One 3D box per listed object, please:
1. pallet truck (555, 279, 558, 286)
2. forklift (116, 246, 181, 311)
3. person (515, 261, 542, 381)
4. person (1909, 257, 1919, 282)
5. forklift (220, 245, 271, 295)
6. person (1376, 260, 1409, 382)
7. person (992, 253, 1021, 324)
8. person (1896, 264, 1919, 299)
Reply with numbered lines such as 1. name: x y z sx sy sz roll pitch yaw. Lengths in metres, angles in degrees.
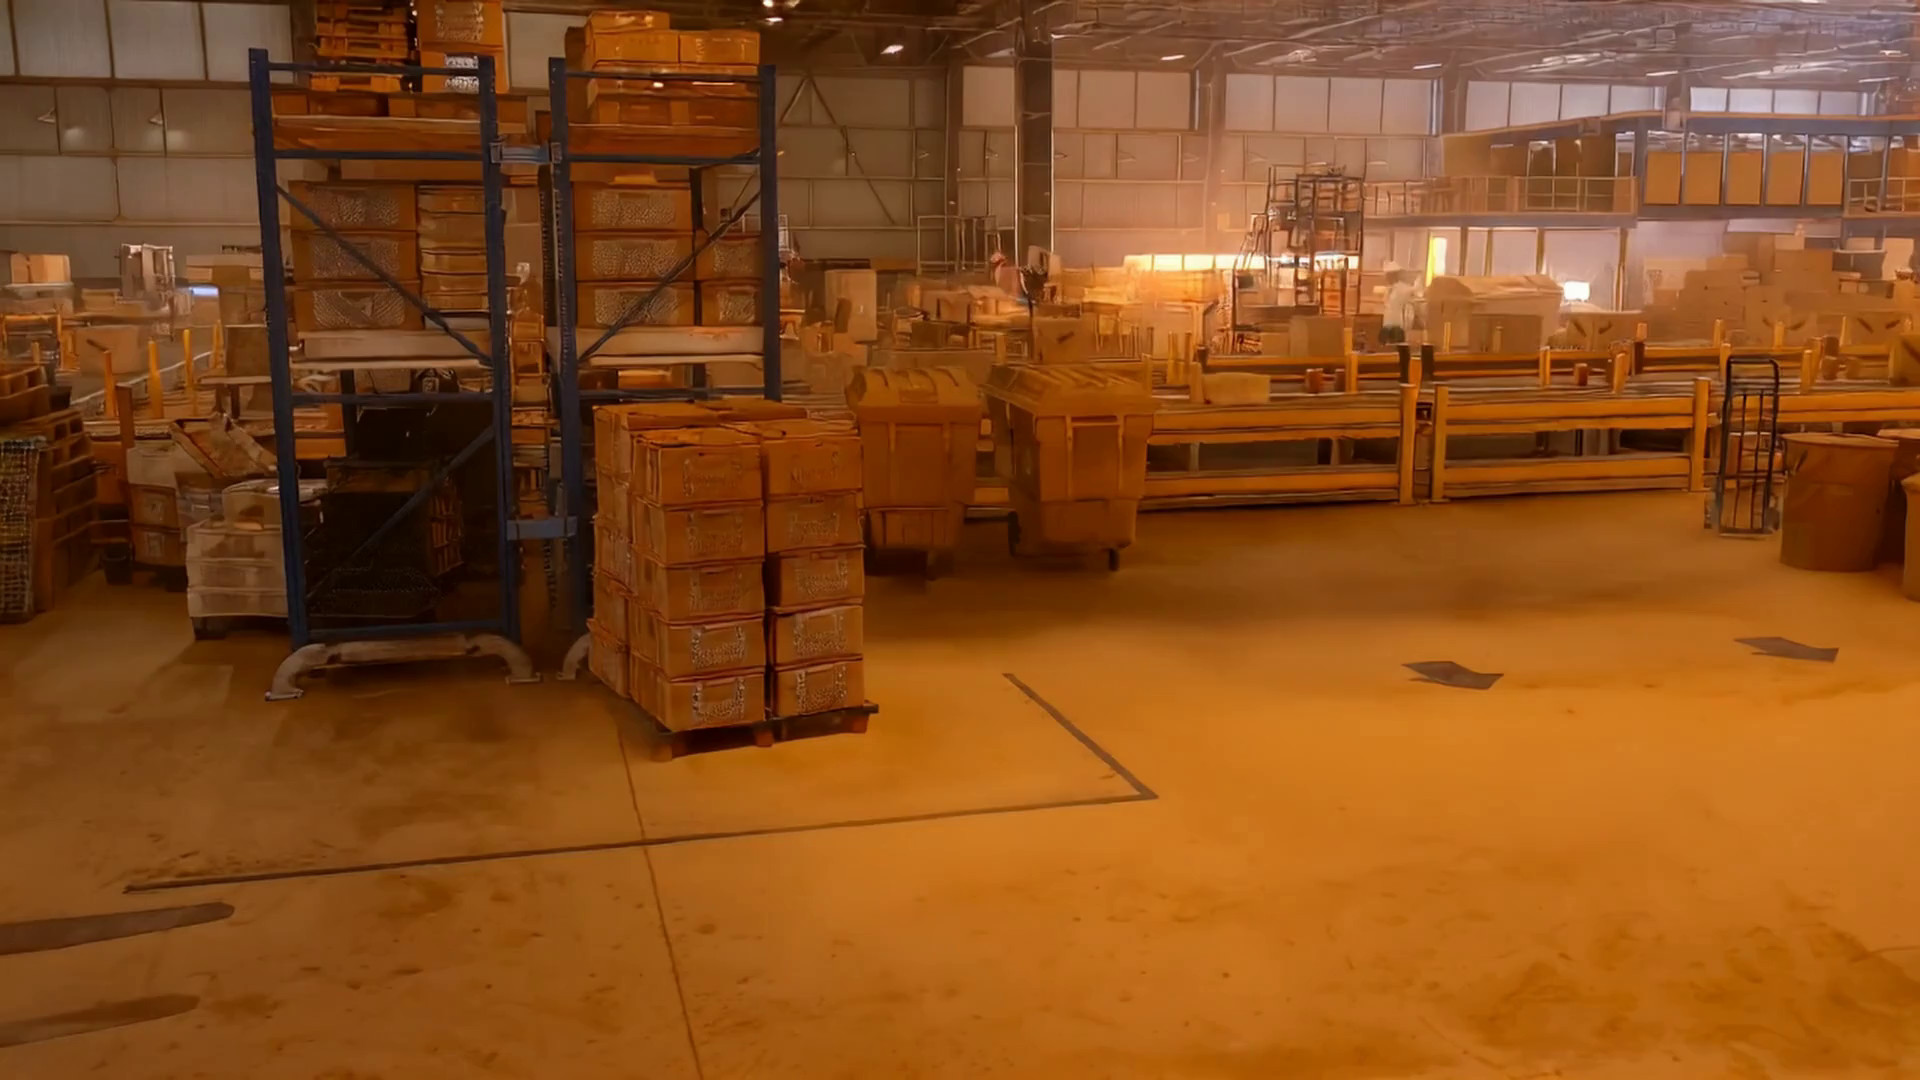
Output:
1. pallet truck: -10.604 -6.375 44.520 0.653 1.274 1.630 -3 10 -15
2. forklift: -19.966 -6.232 40.894 1.157 1.987 2.680 -3 10 -15
3. person: -6.861 -3.474 26.420 0.396 1.899 0.644 -3 11 -18
4. person: 23.467 -6.028 40.988 0.798 1.860 0.581 -6 12 -30
5. forklift: -17.749 -6.334 41.440 1.157 1.987 2.680 -3 10 -17
6. person: 6.658 -3.332 25.560 0.464 1.920 0.563 -5 11 -26
7. person: 1.039 -5.504 37.693 1.101 1.984 0.614 0 10 0
8. person: 15.637 -3.660 27.656 0.588 1.829 0.404 1 10 7
